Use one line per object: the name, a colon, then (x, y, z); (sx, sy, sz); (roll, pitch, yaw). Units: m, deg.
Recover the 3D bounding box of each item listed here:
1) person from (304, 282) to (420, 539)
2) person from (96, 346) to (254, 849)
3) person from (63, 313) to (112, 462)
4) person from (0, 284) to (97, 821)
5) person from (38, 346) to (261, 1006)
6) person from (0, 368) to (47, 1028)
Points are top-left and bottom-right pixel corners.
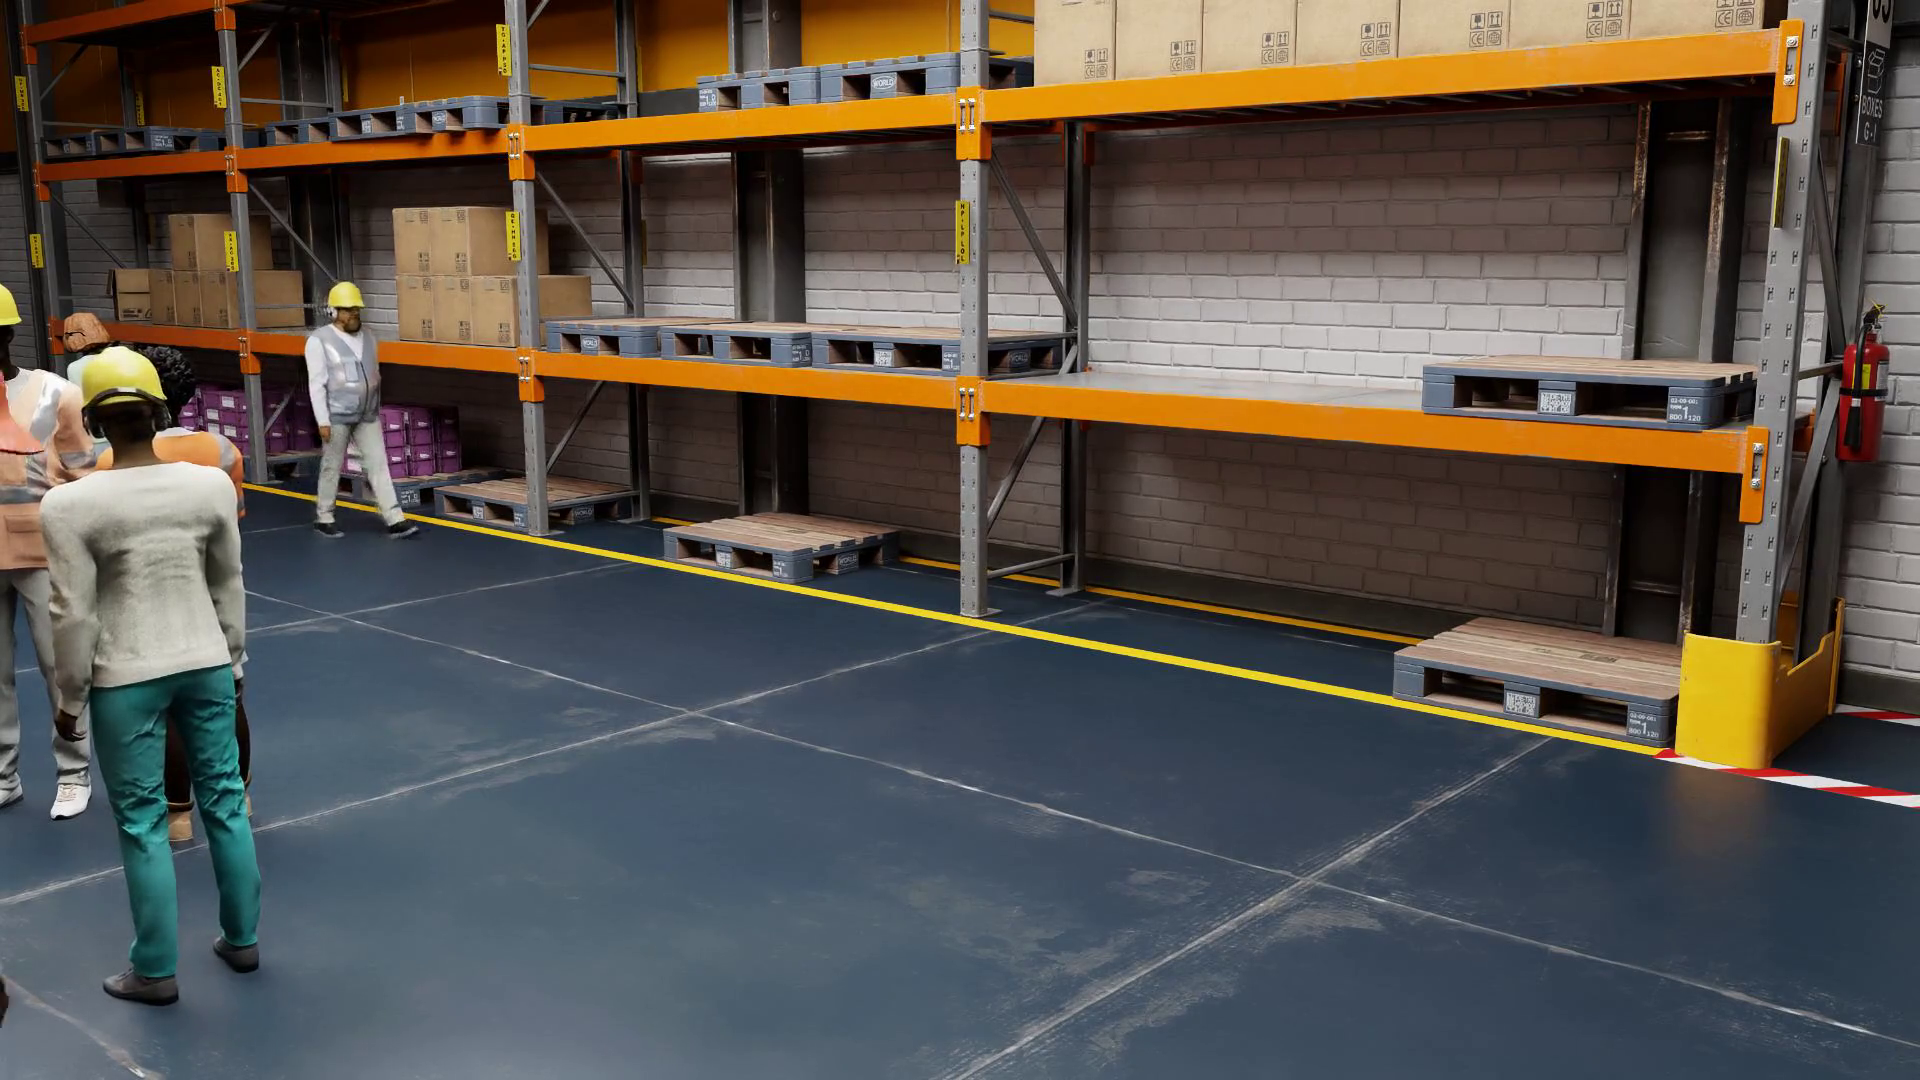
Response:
person: (-4.199, -0.882, 11.536); (0.754, 1.804, 0.619); (6, 12, 33)
person: (-2.662, 0.194, 5.657); (0.315, 1.696, 0.541); (5, 11, 27)
person: (-5.374, -0.599, 10.386); (0.288, 1.626, 0.497); (0, 10, 2)
person: (-3.338, 0.046, 5.842); (0.594, 1.924, 0.382); (-1, 10, -5)
person: (-2.175, 0.367, 4.480); (0.329, 1.765, 0.526); (8, 13, 37)
person: (-1.713, 0.643, 2.367); (1.028, 1.979, 0.625); (-2, 10, -9)
